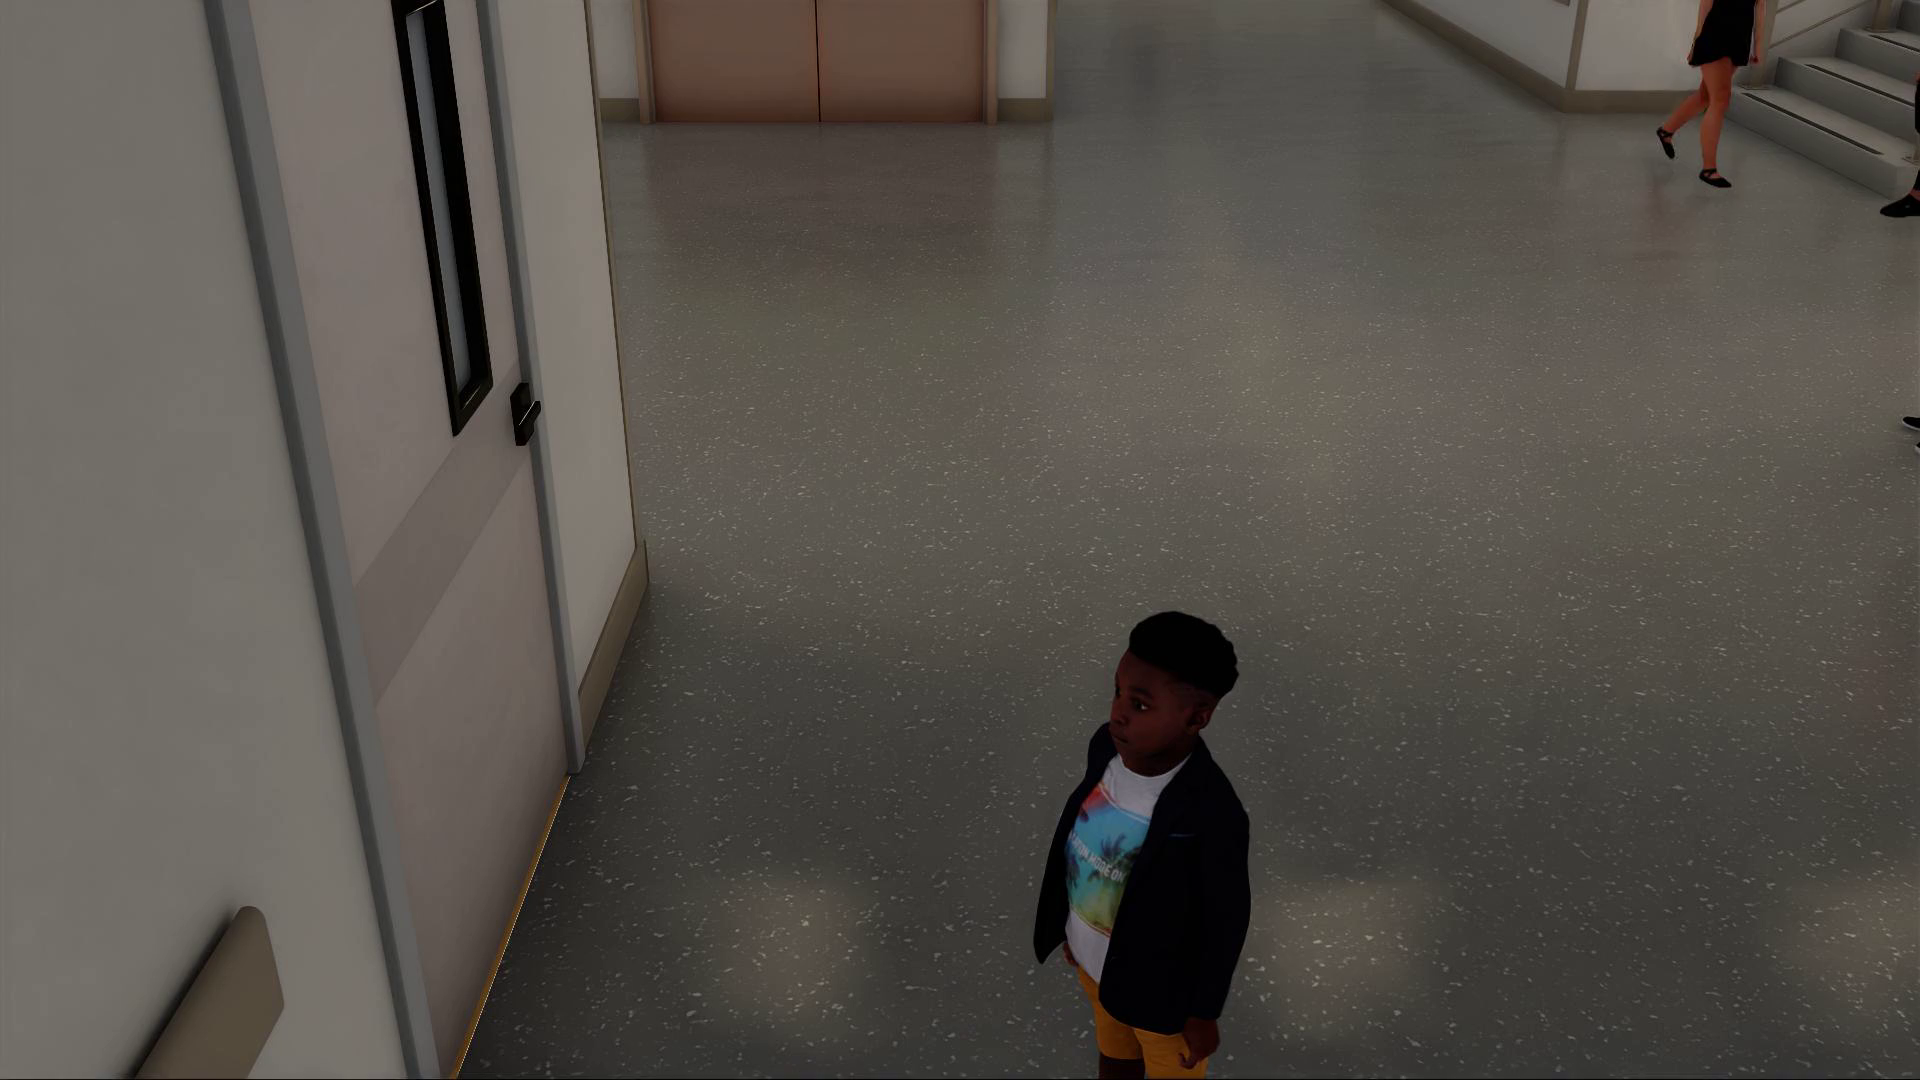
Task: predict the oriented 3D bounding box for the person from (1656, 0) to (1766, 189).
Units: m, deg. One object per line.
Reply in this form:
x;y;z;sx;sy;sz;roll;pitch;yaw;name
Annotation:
4.595;-3.046;10.131;1.070;1.653;0.861;-8;27;-15;person

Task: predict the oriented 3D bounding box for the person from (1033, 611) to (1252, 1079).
0.328;0.684;2.836;0.665;1.272;0.615;-19;31;-34;person
